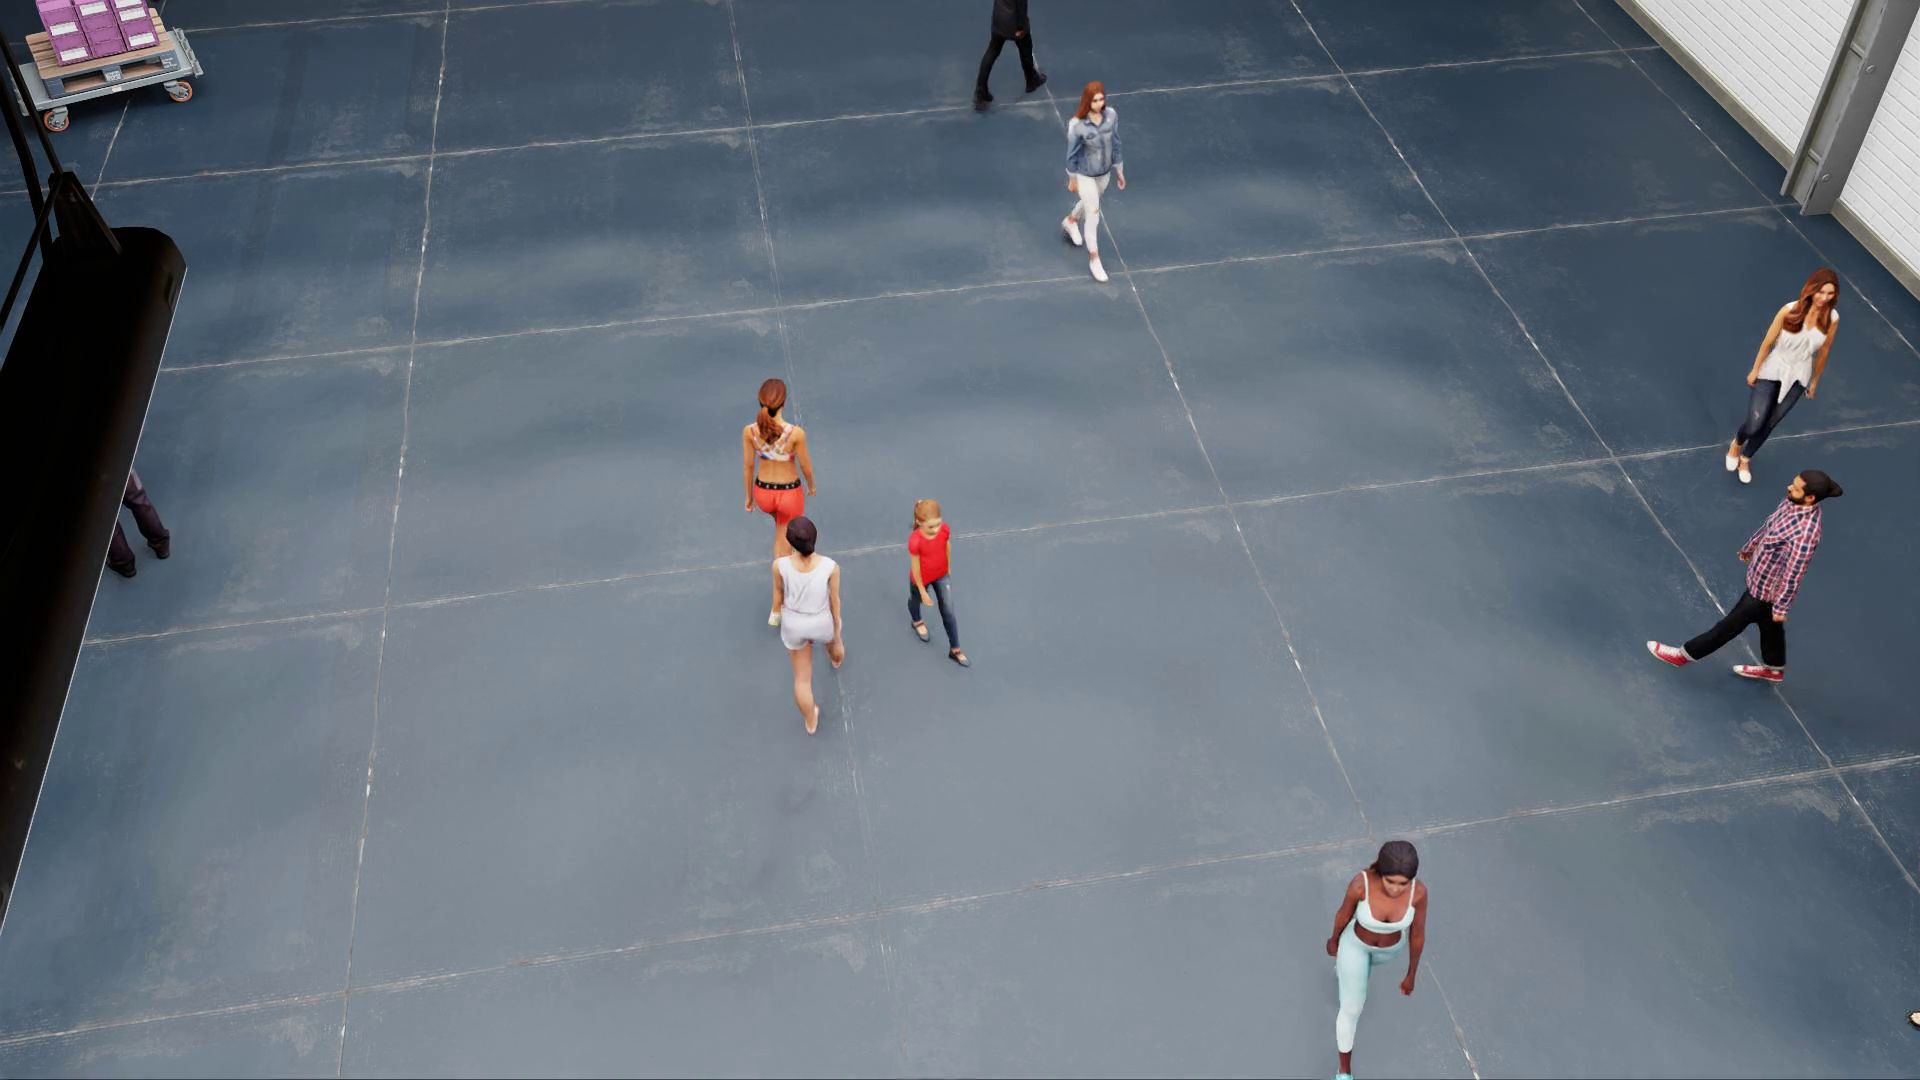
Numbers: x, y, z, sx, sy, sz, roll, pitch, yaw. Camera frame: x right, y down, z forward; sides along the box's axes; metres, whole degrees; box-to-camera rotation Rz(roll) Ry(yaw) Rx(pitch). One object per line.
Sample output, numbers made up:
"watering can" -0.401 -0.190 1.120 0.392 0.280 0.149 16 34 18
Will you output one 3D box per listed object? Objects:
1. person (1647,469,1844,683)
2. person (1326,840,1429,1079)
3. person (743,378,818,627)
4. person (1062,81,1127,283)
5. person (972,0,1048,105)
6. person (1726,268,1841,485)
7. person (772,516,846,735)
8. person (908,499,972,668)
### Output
"person" 5.081 0.275 10.275 1.128 1.727 1.181 14 45 14
"person" 2.100 2.014 8.483 0.802 1.680 1.177 5 44 5
"person" -1.178 -0.202 10.770 0.872 1.735 1.222 7 44 7
"person" 1.060 -3.075 13.832 0.870 1.671 1.168 -21 48 -21
"person" 0.409 -4.917 15.713 1.090 1.743 1.156 -32 52 -29
"person" 5.803 -1.205 11.791 0.680 1.778 0.677 5 44 6
"person" -0.927 0.556 10.074 0.644 1.596 0.999 -1 44 -1
"person" -0.238 0.186 10.686 0.649 1.288 0.882 -22 48 -22
